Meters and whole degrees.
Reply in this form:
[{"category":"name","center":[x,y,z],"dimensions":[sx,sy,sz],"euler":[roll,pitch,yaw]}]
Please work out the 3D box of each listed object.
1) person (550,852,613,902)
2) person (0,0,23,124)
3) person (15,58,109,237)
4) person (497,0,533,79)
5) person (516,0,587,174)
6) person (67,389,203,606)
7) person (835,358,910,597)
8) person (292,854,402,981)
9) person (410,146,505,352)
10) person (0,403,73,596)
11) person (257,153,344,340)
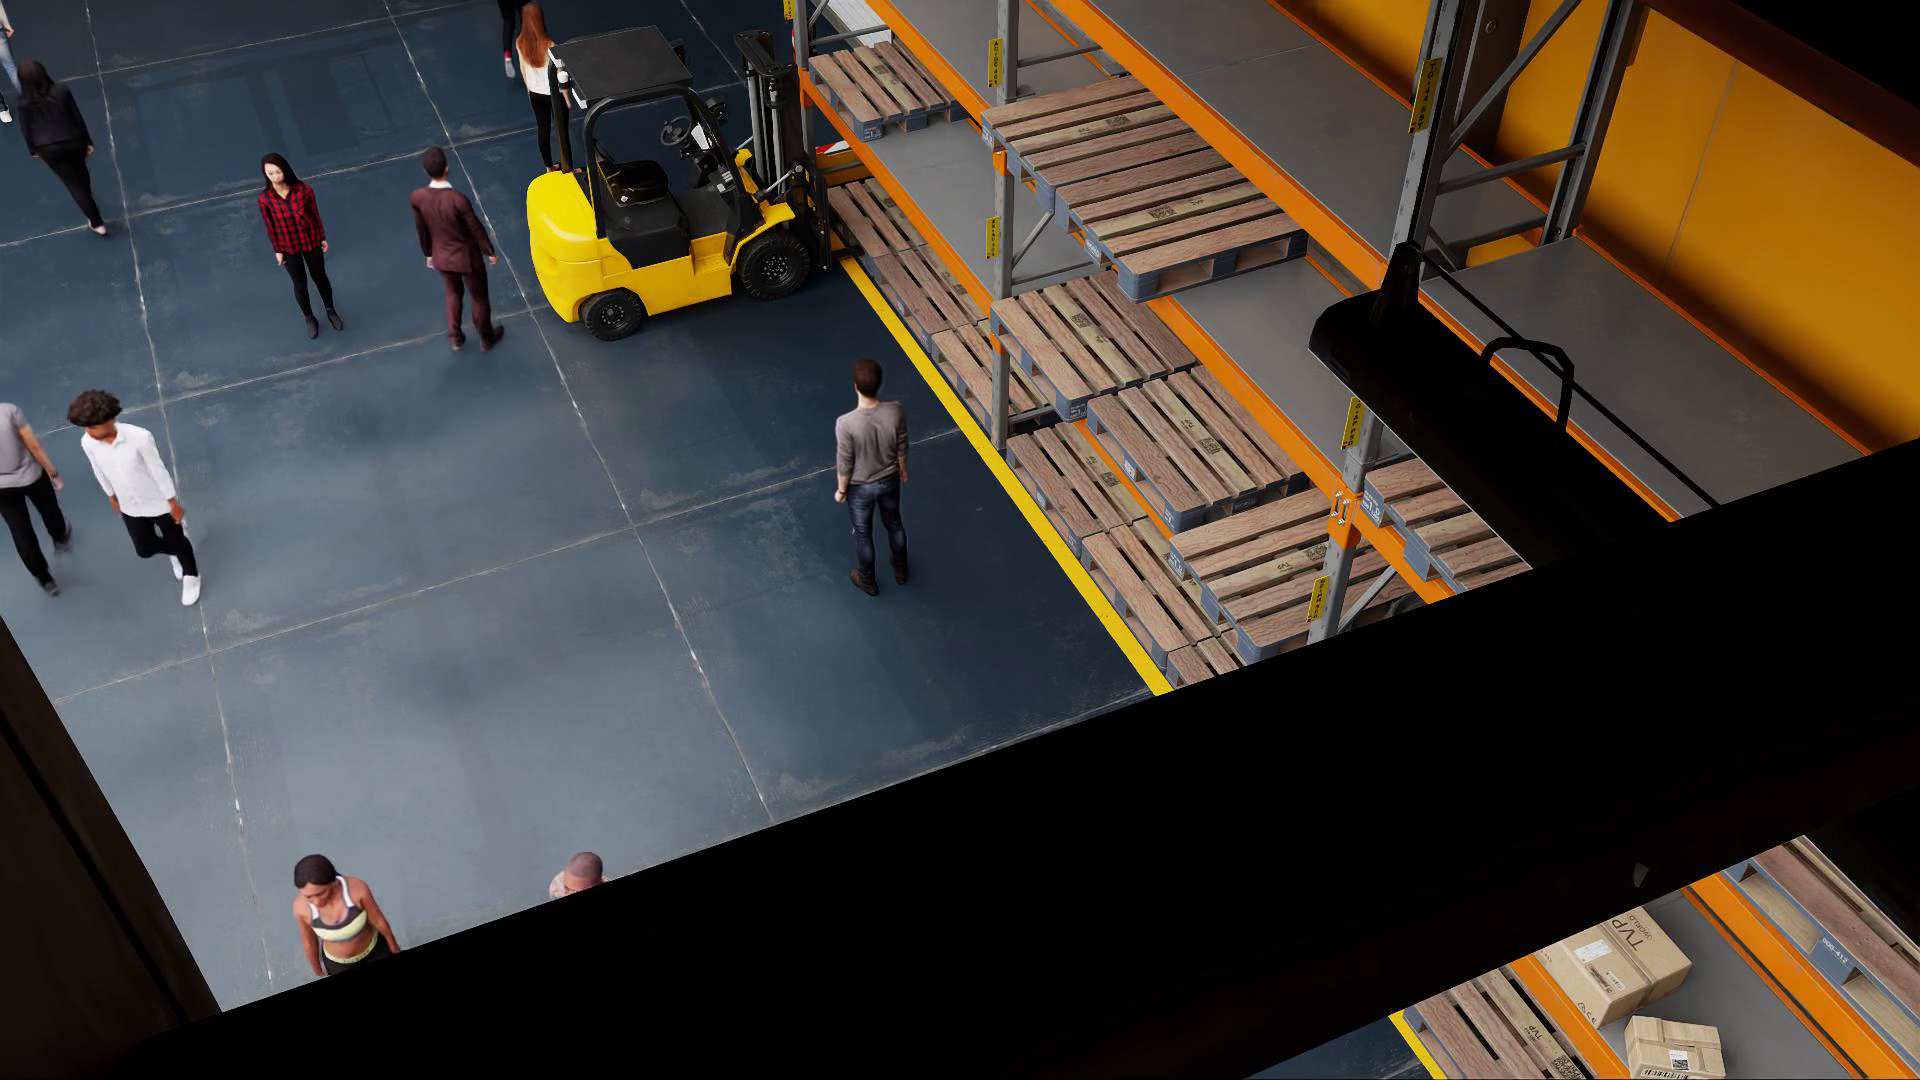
[{"category":"person","center":[-1.786,2.126,8.654],"dimensions":[1.169,1.795,1.201],"euler":[17,46,17]},{"category":"person","center":[-9.440,-4.929,16.017],"dimensions":[0.664,1.854,0.555],"euler":[-16,46,-17]},{"category":"person","center":[-7.867,-3.411,14.628],"dimensions":[0.850,1.572,1.159],"euler":[-31,52,-28]},{"category":"person","center":[-4.531,-5.474,16.728],"dimensions":[0.898,1.661,1.065],"euler":[5,44,5]},{"category":"person","center":[-3.779,-4.080,15.225],"dimensions":[0.644,1.718,0.703],"euler":[14,45,14]},{"category":"person","center":[-5.494,-0.350,11.253],"dimensions":[0.760,1.795,0.809],"euler":[-6,44,-7]},{"category":"person","center":[-0.585,-0.402,11.229],"dimensions":[0.695,1.903,0.544],"euler":[-20,47,-19]},{"category":"person","center":[-3.156,2.110,8.711],"dimensions":[0.608,1.740,0.689],"euler":[-13,45,-14]},{"category":"person","center":[-3.996,-2.231,13.183],"dimensions":[0.859,1.857,0.903],"euler":[9,44,9]},{"category":"person","center":[-6.415,-0.366,11.323],"dimensions":[0.777,1.721,0.949],"euler":[-19,47,-19]},{"category":"person","center":[-5.374,-2.406,13.511],"dimensions":[0.600,1.658,0.524],"euler":[-21,48,-21]}]
